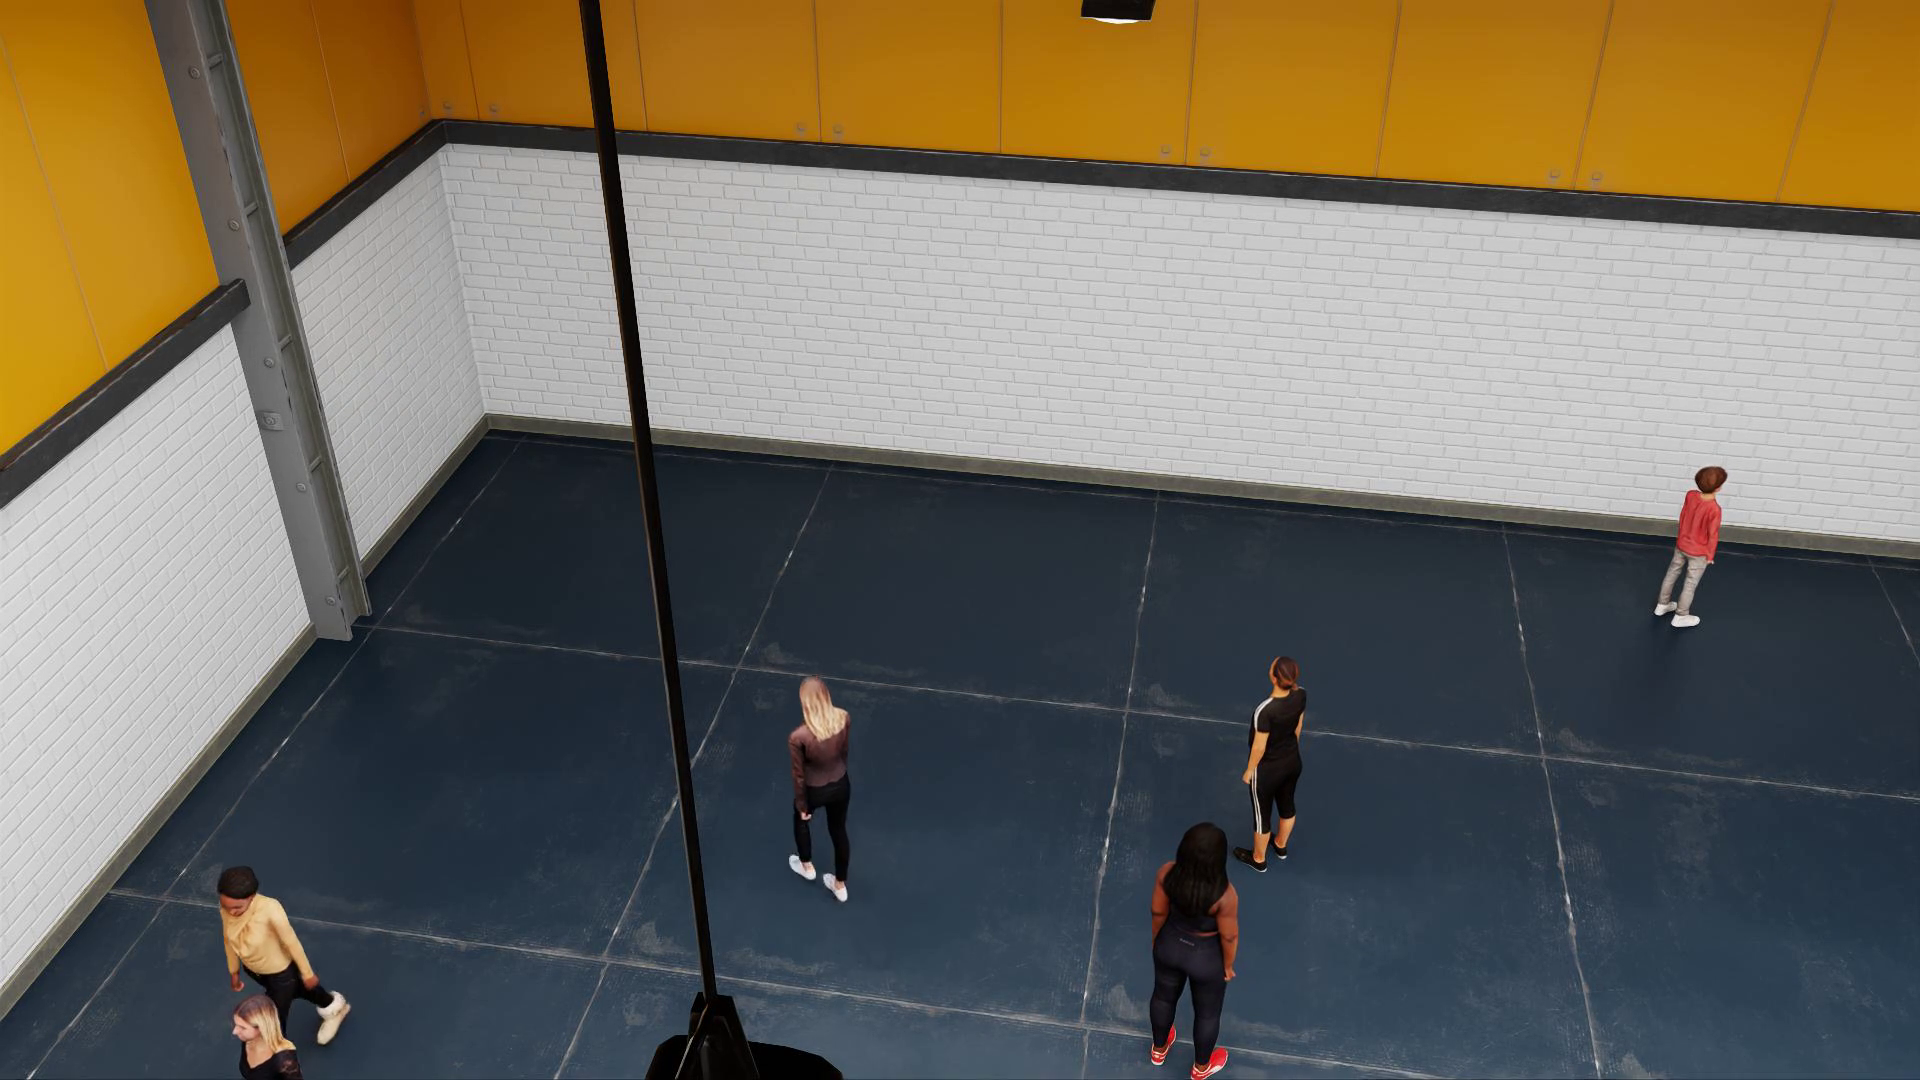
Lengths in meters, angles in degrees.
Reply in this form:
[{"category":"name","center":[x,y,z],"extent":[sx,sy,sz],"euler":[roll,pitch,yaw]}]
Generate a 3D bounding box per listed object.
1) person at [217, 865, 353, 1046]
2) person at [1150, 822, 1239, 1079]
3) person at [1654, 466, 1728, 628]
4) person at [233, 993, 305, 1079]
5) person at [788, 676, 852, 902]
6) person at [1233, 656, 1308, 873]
[{"category":"person","center":[-3.796,2.347,9.325],"extent":[0.791,1.606,1.156],"euler":[13,36,19]},{"category":"person","center":[1.291,2.278,9.239],"extent":[0.756,1.815,0.757],"euler":[20,38,27]},{"category":"person","center":[5.722,0.036,12.973],"extent":[0.667,1.415,0.586],"euler":[-14,36,-20]},{"category":"person","center":[-3.406,2.898,8.432],"extent":[0.609,1.677,0.601],"euler":[23,40,30]},{"category":"person","center":[-0.808,1.599,10.379],"extent":[0.817,1.685,0.881],"euler":[-18,38,-25]},{"category":"person","center":[2.023,1.426,10.654],"extent":[0.657,1.668,0.712],"euler":[-20,39,-27]}]
